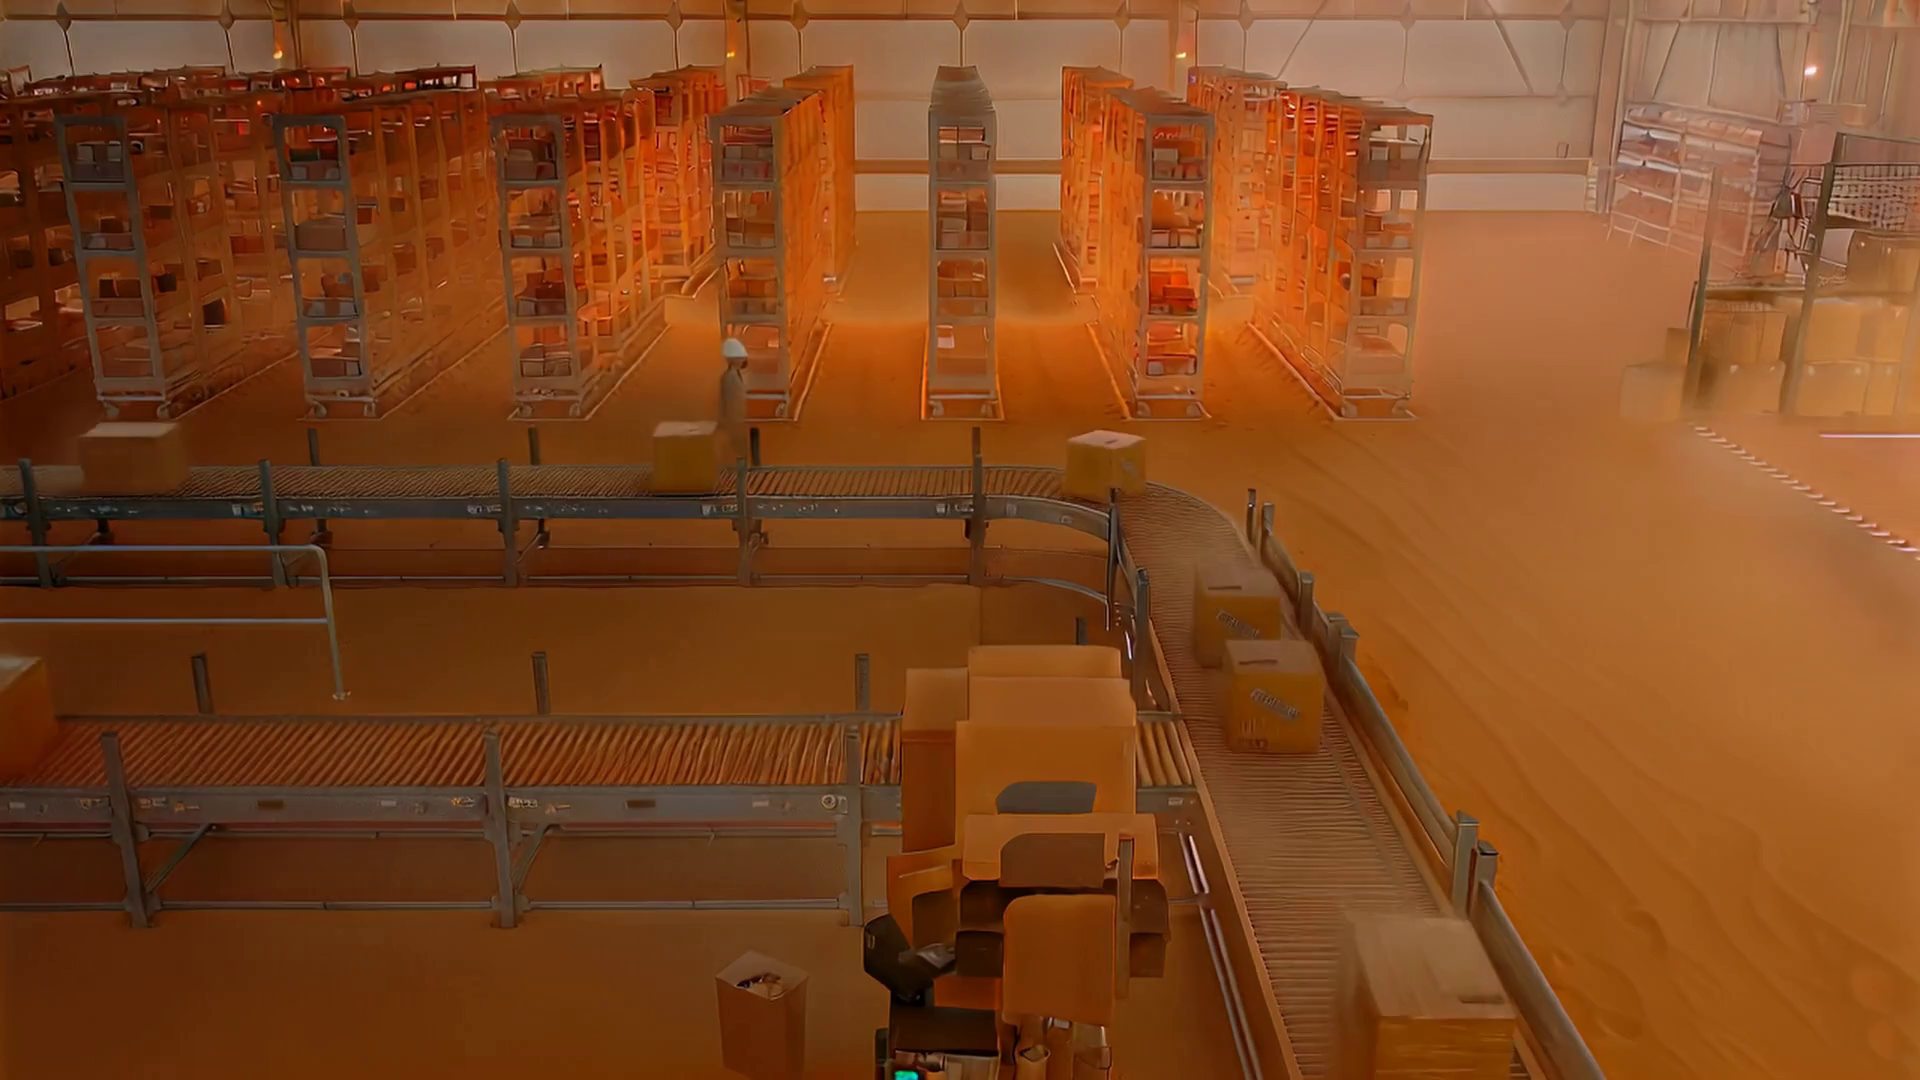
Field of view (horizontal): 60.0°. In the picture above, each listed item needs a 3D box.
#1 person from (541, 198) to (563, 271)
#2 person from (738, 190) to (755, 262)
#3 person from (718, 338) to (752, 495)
[{"bbox_3d":[-6.455,-4.579,26.778,0.601,1.830,0.403,-6,19,-18],"label":"person"},{"bbox_3d":[-3.914,-5.879,30.558,0.431,1.981,0.631,-4,18,-13],"label":"person"},{"bbox_3d":[-2.161,-1.089,16.138,0.364,1.754,0.544,1,18,3],"label":"person"}]
